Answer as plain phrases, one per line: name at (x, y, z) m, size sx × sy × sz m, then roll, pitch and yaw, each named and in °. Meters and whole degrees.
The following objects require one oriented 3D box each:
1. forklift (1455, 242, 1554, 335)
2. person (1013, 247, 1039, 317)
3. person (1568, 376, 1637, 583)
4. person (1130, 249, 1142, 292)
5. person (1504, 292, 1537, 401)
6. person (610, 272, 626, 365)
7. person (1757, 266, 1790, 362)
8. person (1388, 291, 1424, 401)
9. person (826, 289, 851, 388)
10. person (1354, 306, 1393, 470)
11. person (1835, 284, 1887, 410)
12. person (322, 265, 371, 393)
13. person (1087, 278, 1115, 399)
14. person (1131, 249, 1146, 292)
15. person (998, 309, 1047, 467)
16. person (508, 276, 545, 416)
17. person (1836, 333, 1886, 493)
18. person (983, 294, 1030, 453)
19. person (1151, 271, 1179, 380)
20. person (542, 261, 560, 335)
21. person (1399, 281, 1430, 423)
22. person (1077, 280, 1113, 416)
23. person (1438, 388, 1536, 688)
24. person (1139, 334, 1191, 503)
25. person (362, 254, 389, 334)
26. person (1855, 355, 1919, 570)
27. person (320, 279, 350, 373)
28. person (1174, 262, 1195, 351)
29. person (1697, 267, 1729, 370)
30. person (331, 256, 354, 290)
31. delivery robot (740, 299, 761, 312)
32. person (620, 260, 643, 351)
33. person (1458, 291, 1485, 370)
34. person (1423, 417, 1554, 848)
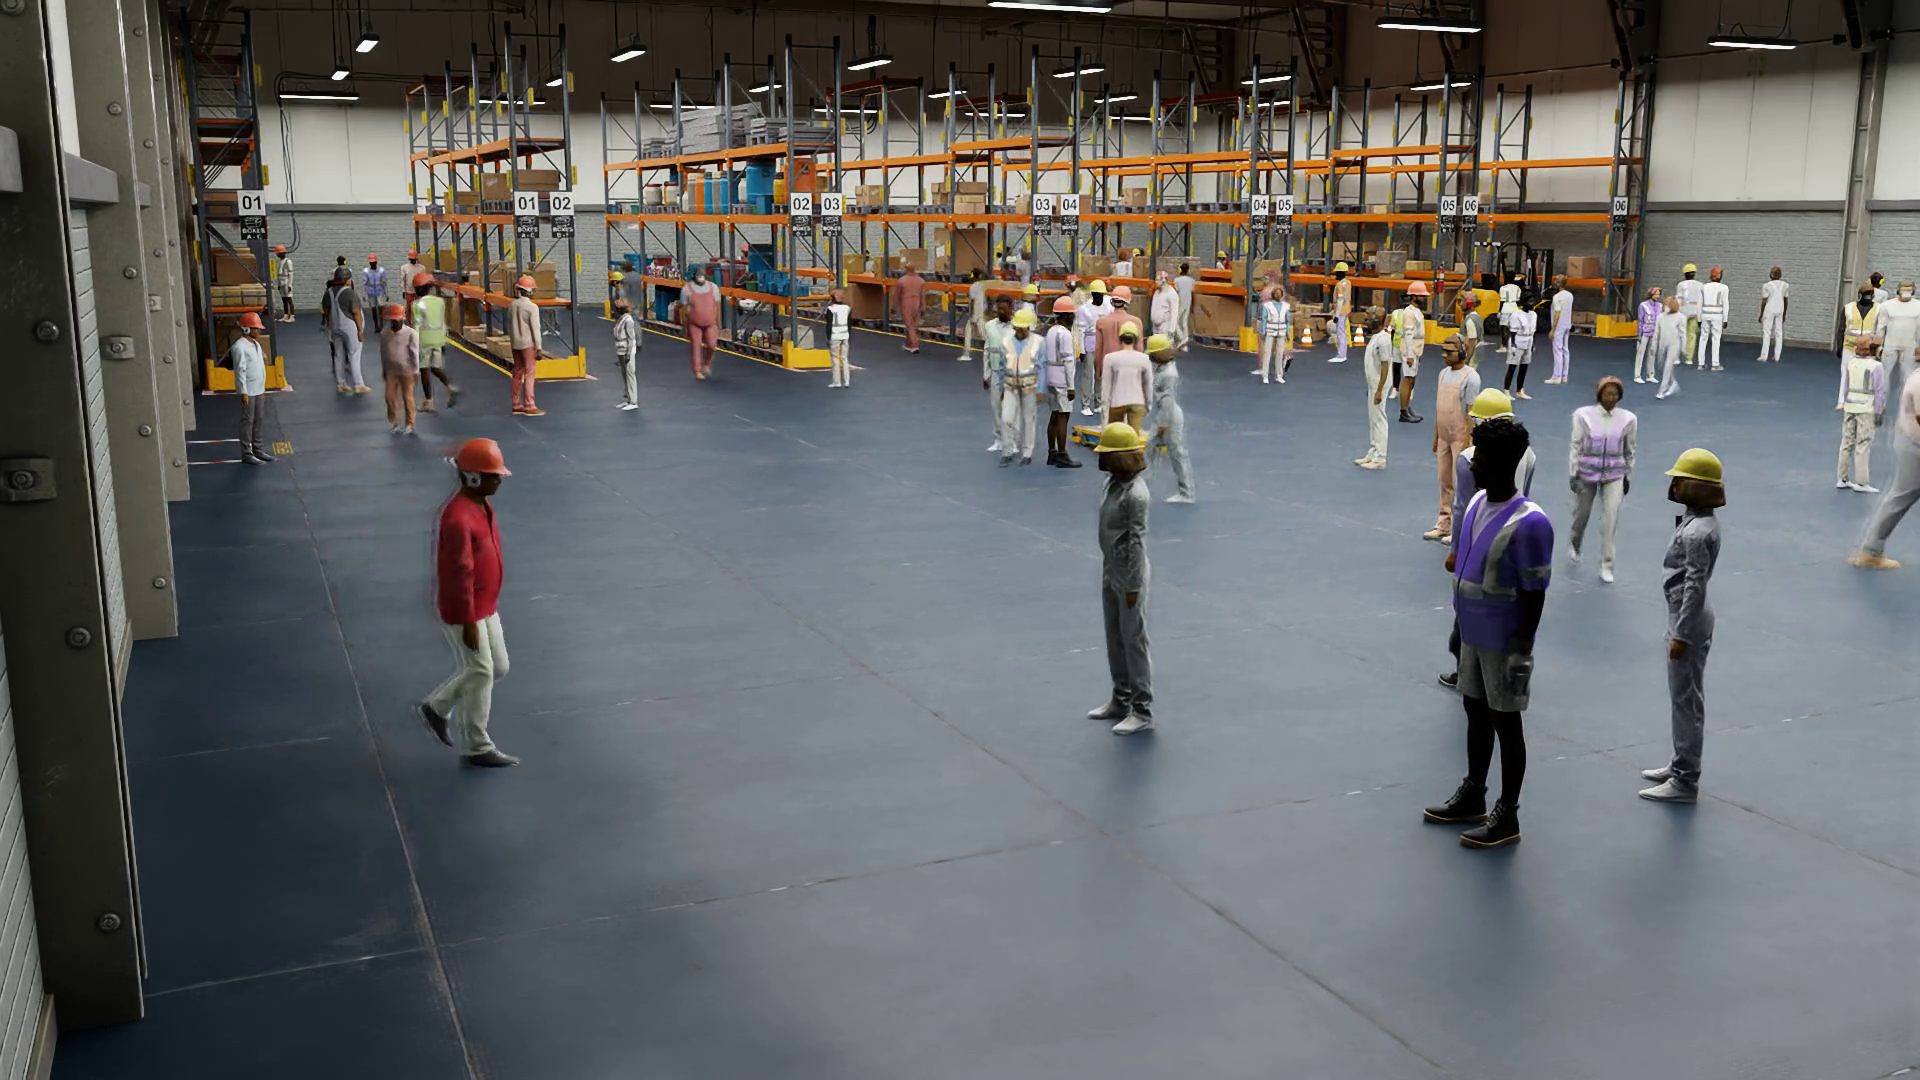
forklift at (13.047, -6.049, 39.881) m, size 2.313 × 2.155 × 1.214 m, roll -5°, pitch 12°, yaw -23°
person at (1.641, -6.412, 42.119) m, size 0.682 × 2.000 × 1.008 m, roll -5°, pitch 12°, yaw -23°
person at (5.085, -0.515, 13.241) m, size 0.506 × 1.611 × 0.702 m, roll 3°, pitch 11°, yaw 13°
person at (5.159, -7.619, 48.776) m, size 0.586 × 1.835 × 0.403 m, roll -10°, pitch 15°, yaw -43°
person at (8.621, -2.964, 25.514) m, size 0.545 × 1.689 × 0.326 m, roll -6°, pitch 13°, yaw -28°
person at (-6.451, -4.192, 31.536) m, size 0.328 × 1.769 × 0.526 m, roll -3°, pitch 11°, yaw -14°
person at (15.781, -4.378, 32.284) m, size 0.505 × 1.844 × 0.346 m, roll 1°, pitch 11°, yaw 3°
person at (6.874, -2.995, 25.653) m, size 0.539 × 1.691 × 0.319 m, roll 9°, pitch 14°, yaw 37°
person at (-2.000, -3.309, 27.409) m, size 0.366 × 1.631 × 0.524 m, roll 10°, pitch 15°, yaw 42°
person at (4.683, -1.709, 18.726) m, size 0.346 × 1.841 × 0.506 m, roll 1°, pitch 11°, yaw 4°
person at (13.118, -2.793, 24.232) m, size 0.634 × 1.842 × 0.429 m, roll 6°, pitch 13°, yaw 29°
person at (-9.839, -3.388, 26.747) m, size 0.674 × 2.000 × 0.535 m, roll 4°, pitch 12°, yaw 22°
person at (2.224, -3.112, 25.748) m, size 0.576 × 1.883 × 0.354 m, roll -2°, pitch 11°, yaw -10°
person at (5.351, -7.704, 49.231) m, size 0.650 × 1.823 × 0.463 m, roll 9°, pitch 14°, yaw 38°
person at (0.673, -1.699, 18.795) m, size 0.585 × 1.798 × 0.671 m, roll 4°, pitch 12°, yaw 18°
person at (-6.182, -2.769, 23.759) m, size 0.620 × 1.985 × 0.424 m, roll 9°, pitch 14°, yaw 38°
person at (9.342, -1.313, 17.226) m, size 0.307 × 1.641 × 0.513 m, roll -2°, pitch 11°, yaw -12°
person at (0.575, -2.002, 20.100) m, size 0.630 × 1.914 × 0.364 m, roll 5°, pitch 12°, yaw 24°
person at (3.406, -3.561, 27.981) m, size 0.399 × 1.905 × 0.642 m, roll -5°, pitch 12°, yaw -23°
person at (-9.680, -5.714, 39.324) m, size 0.483 × 1.745 × 0.296 m, roll 5°, pitch 12°, yaw 22°
person at (6.266, -2.593, 22.970) m, size 0.354 × 1.939 × 0.544 m, roll 5°, pitch 12°, yaw 24°
person at (1.942, -2.742, 23.748) m, size 0.587 × 1.930 × 0.359 m, roll -7°, pitch 13°, yaw -32°
person at (3.168, 0.001, 10.055) m, size 0.592 × 1.833 × 0.404 m, roll -7°, pitch 13°, yaw -31°
person at (1.945, -1.187, 16.452) m, size 0.815 × 1.685 × 0.542 m, roll -1°, pitch 11°, yaw -5°
person at (-14.014, -5.885, 39.828) m, size 0.579 × 1.880 × 0.980 m, roll -3°, pitch 12°, yaw -15°
person at (7.789, -0.736, 13.273) m, size 1.034 × 2.000 × 0.690 m, roll 8°, pitch 13°, yaw 34°
person at (-11.307, -3.876, 30.133) m, size 0.382 × 1.686 × 0.543 m, roll 4°, pitch 12°, yaw 20°
person at (4.651, -4.870, 34.759) m, size 0.563 × 1.851 × 0.418 m, roll -5°, pitch 12°, yaw -23°
person at (13.831, -4.061, 30.562) m, size 0.356 × 1.887 × 0.572 m, roll -9°, pitch 14°, yaw -39°
person at (-14.714, -5.853, 39.731) m, size 0.519 × 1.865 × 0.326 m, roll -2°, pitch 11°, yaw -10°
delivery robot at (-5.891, -6.629, 46.767) m, size 0.477 × 0.478 × 0.707 m, roll -9°, pitch 14°, yaw -39°
person at (-6.877, -4.877, 34.730) m, size 0.392 × 1.918 × 0.659 m, roll 5°, pitch 12°, yaw 23°
person at (6.756, -2.363, 22.036) m, size 0.372 × 1.843 × 0.570 m, roll 4°, pitch 12°, yaw 20°
person at (2.429, 0.419, 7.589) m, size 0.369 × 1.967 × 0.601 m, roll -2°, pitch 11°, yaw -12°
